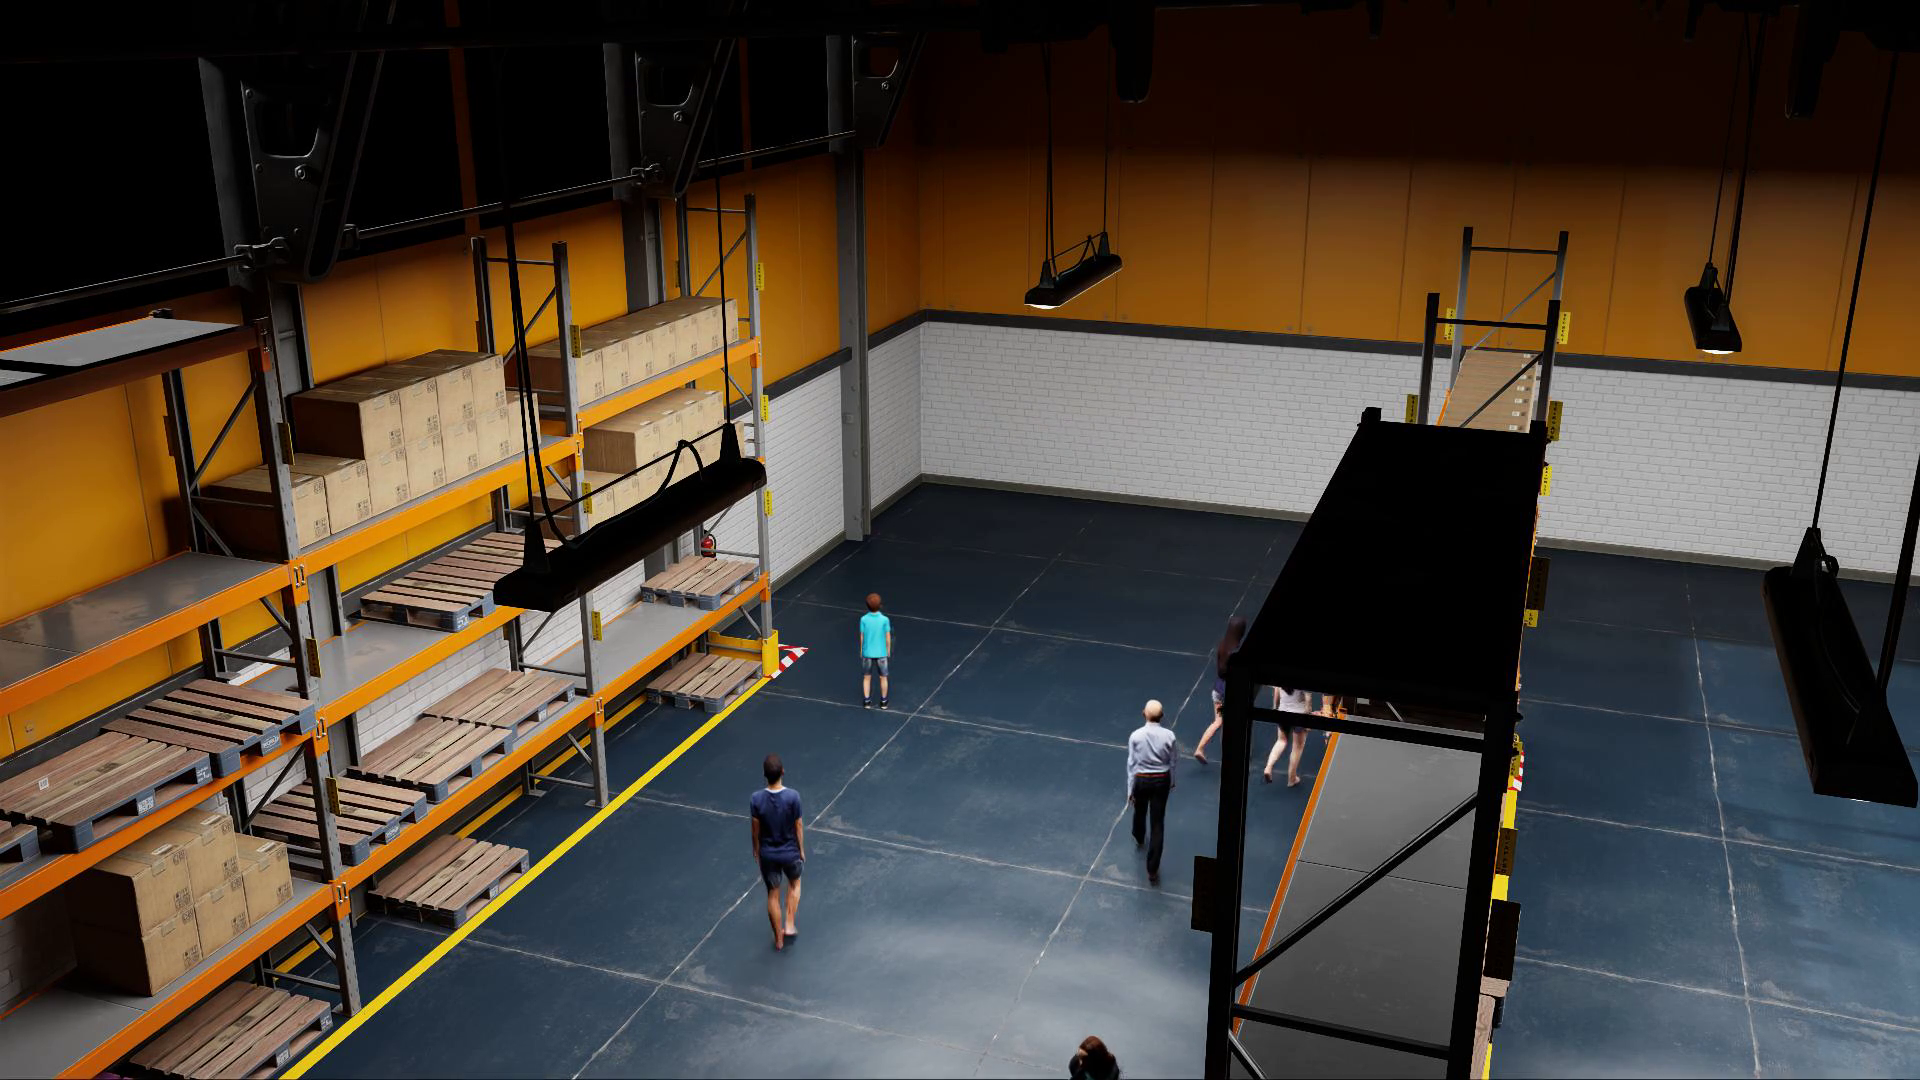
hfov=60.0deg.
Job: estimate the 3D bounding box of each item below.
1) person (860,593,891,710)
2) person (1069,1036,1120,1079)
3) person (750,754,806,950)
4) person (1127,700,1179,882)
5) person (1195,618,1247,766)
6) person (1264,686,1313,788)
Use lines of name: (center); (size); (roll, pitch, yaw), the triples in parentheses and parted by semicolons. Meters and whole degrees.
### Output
person: (-1.028, 1.328, 19.999); (0.577, 1.448, 0.585); (0, 19, -1)
person: (0.984, 4.096, 11.716); (0.669, 1.487, 0.755); (12, 22, 32)
person: (-1.621, 2.838, 14.913); (0.740, 1.831, 0.767); (-1, 19, -3)
person: (1.874, 2.461, 16.177); (0.869, 1.739, 1.272); (2, 19, 5)
person: (2.907, 1.718, 18.388); (1.087, 1.736, 0.958); (-10, 21, -26)
person: (3.532, 1.917, 17.865); (0.758, 1.693, 0.894); (16, 24, 39)
